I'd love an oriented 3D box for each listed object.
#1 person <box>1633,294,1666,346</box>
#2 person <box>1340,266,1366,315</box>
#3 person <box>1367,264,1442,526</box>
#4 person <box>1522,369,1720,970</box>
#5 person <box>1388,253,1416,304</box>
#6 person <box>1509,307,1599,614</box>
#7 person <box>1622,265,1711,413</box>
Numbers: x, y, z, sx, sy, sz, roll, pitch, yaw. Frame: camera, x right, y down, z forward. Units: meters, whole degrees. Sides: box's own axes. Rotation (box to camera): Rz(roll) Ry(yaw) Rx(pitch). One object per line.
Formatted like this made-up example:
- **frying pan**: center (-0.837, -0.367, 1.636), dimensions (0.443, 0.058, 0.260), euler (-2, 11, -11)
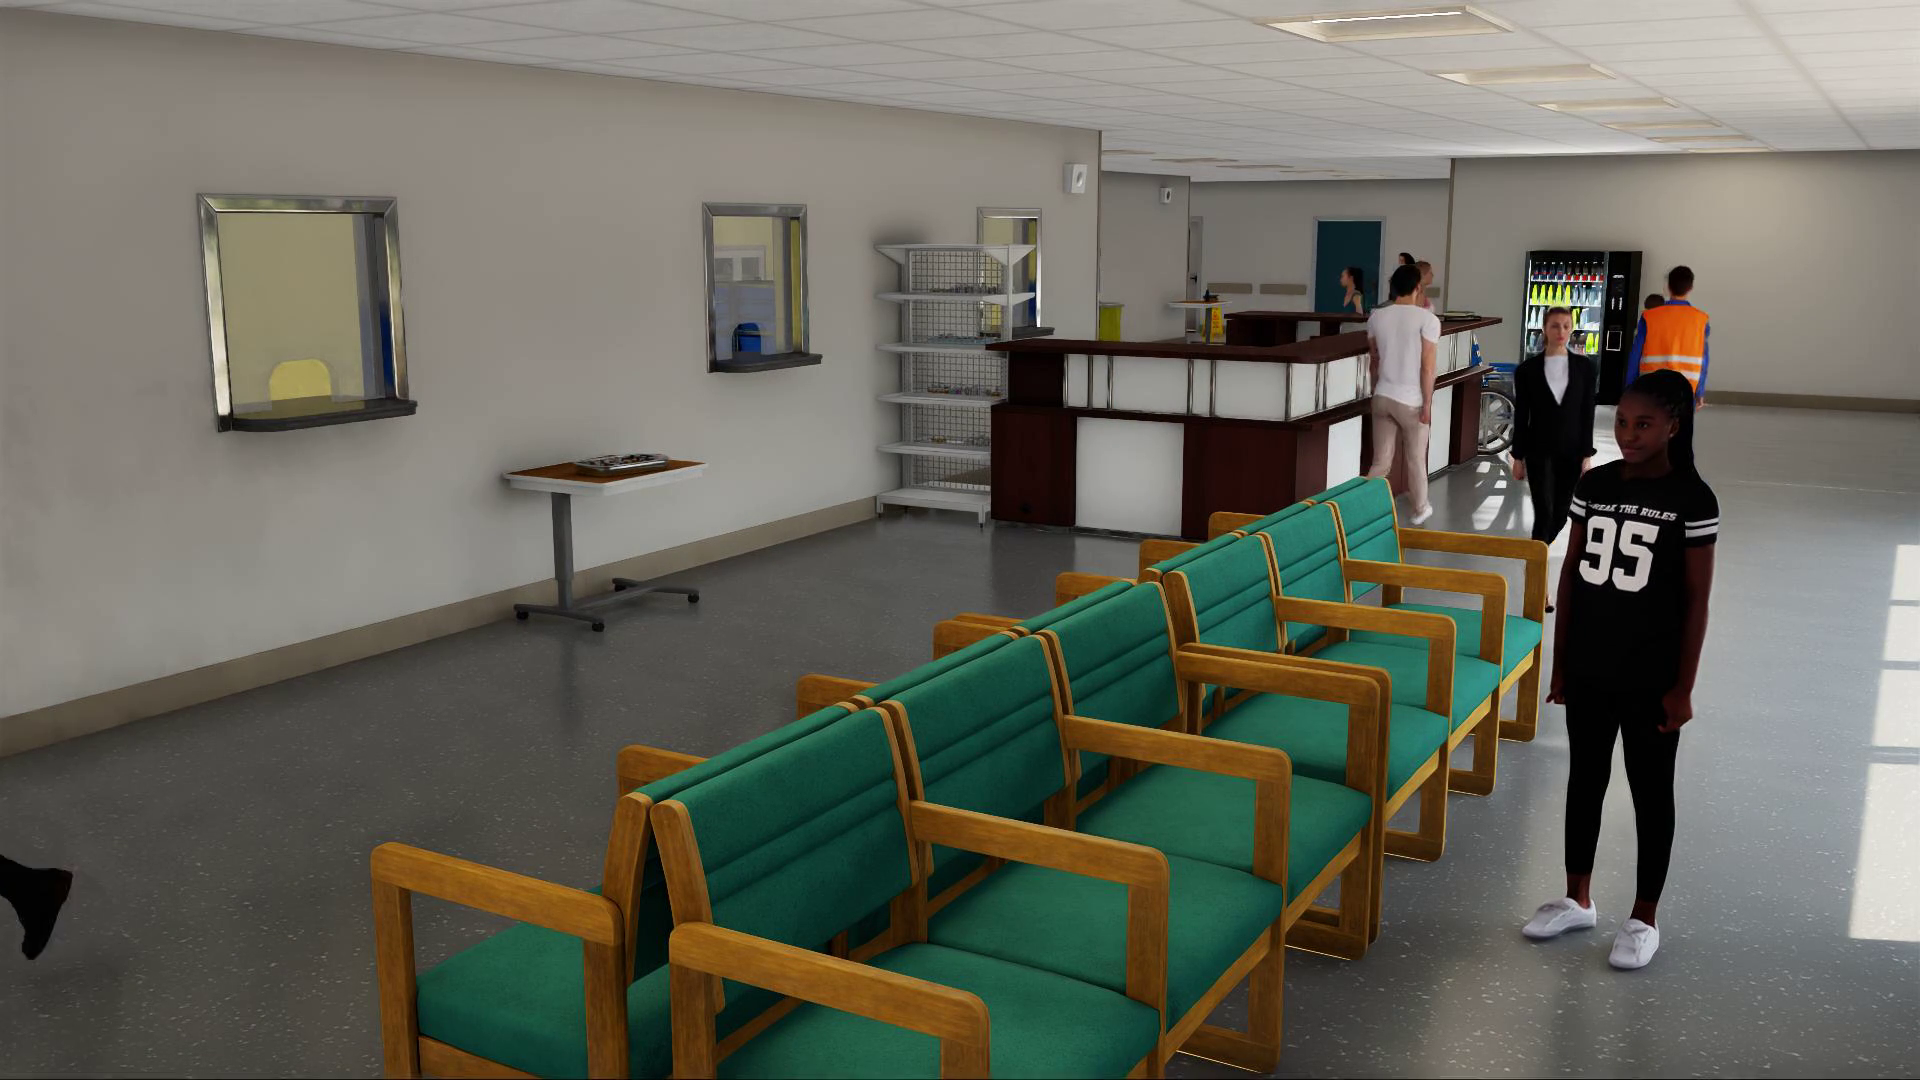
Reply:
- **person**: center (6.071, -1.367, 14.586), dimensions (0.653, 1.543, 0.698), euler (1, 11, 3)
- **person**: center (4.588, -2.239, 18.965), dimensions (1.191, 1.622, 0.942), euler (0, 11, -1)
- **person**: center (2.960, -0.906, 11.376), dimensions (1.163, 1.833, 0.845), euler (8, 14, 37)
- **person**: center (1.968, 0.369, 4.904), dimensions (0.745, 1.741, 0.625), euler (-9, 14, -39)
- **person**: center (6.252, -3.153, 23.413), dimensions (0.637, 1.760, 0.737), euler (8, 14, 38)
- **person**: center (3.337, -0.443, 9.366), dimensions (1.073, 1.673, 0.916), euler (2, 11, 8)
- **person**: center (5.148, -1.037, 12.098), dimensions (1.245, 1.822, 1.023), euler (2, 11, 13)
